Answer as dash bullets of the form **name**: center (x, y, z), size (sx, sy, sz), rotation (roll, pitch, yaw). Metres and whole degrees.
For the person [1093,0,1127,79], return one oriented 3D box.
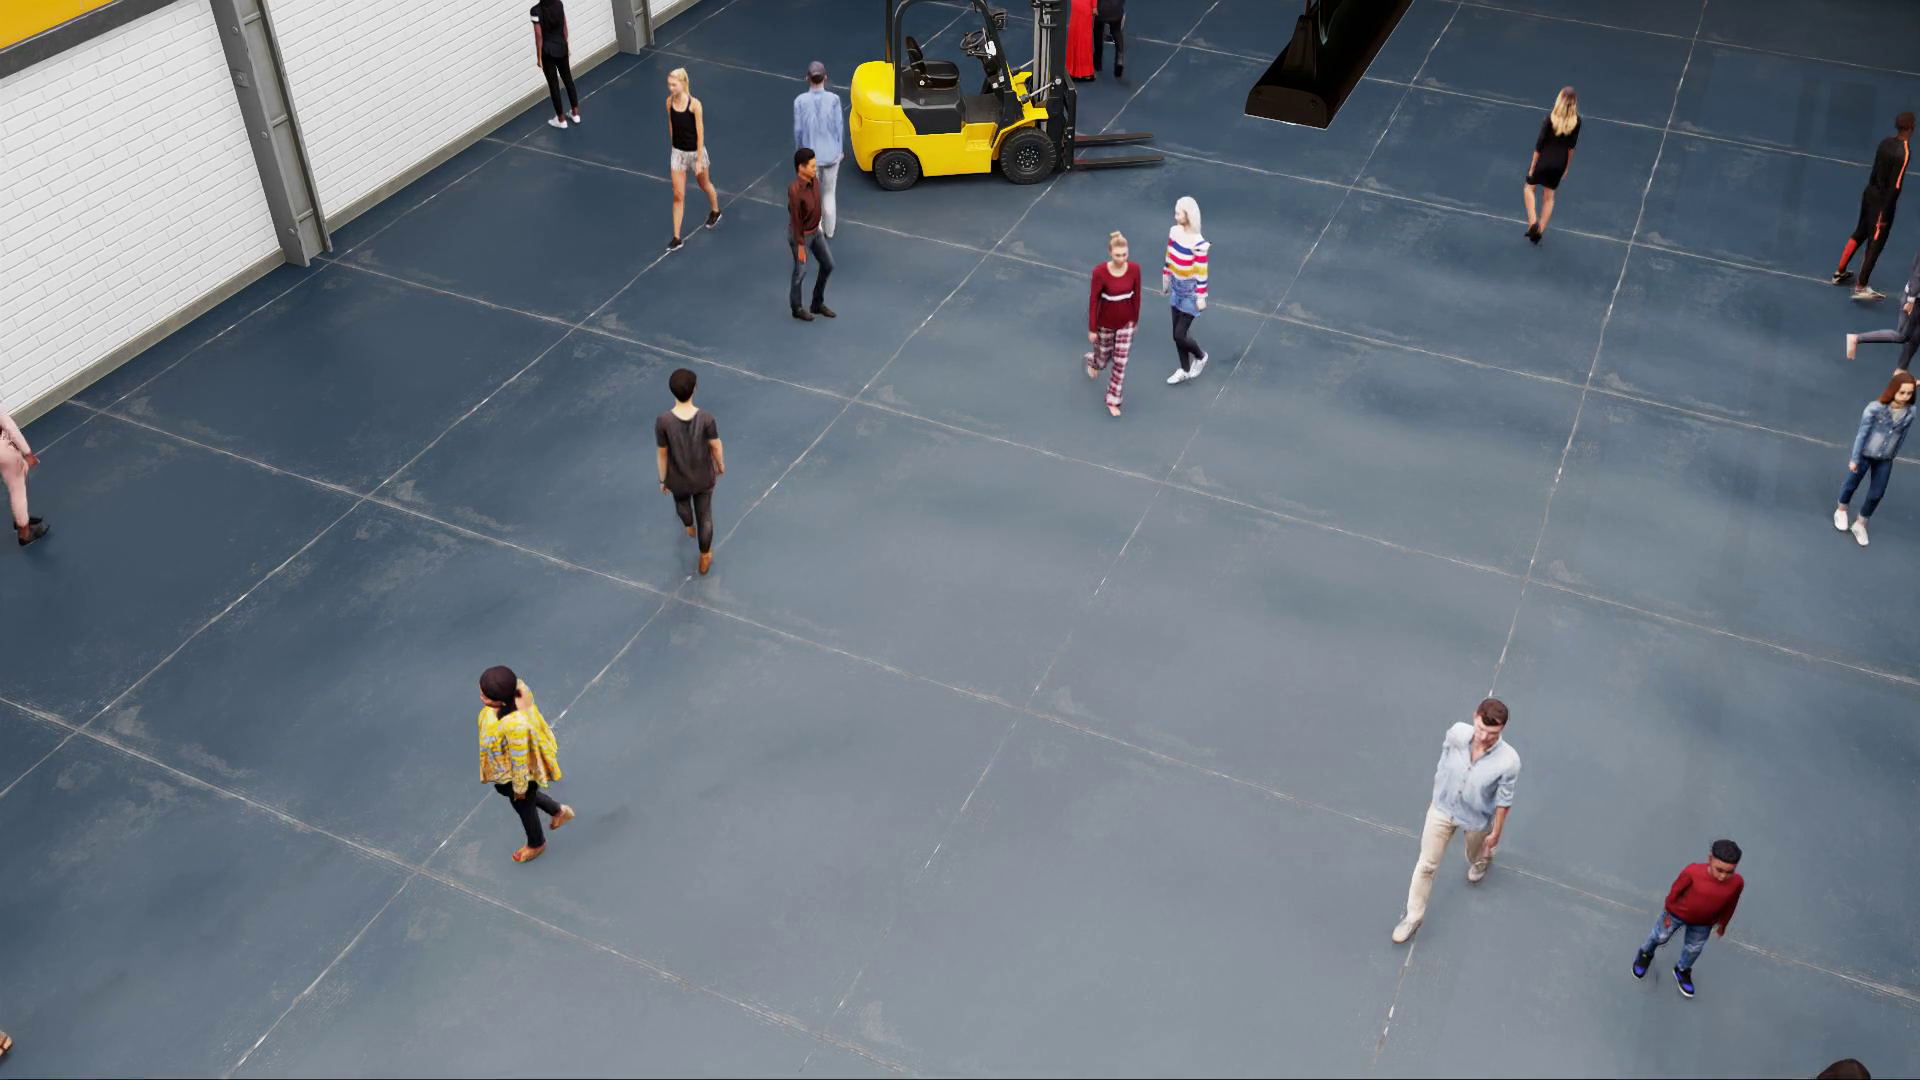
- **person**: center (1.825, -6.439, 20.050), size (1.005, 1.764, 1.091), rotation (-12, 40, -14)

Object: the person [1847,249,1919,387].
- **person**: center (8.455, -2.217, 14.773), size (0.978, 1.751, 0.912), rotation (-29, 47, -31)

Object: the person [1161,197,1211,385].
- **person**: center (2.075, -2.210, 14.732), size (0.868, 1.792, 0.827), rotation (-23, 44, -26)

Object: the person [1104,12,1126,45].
- **person**: center (1.986, -7.023, 21.036), size (0.630, 1.447, 0.502), rotation (24, 44, 27)

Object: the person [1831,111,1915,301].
- **person**: center (8.827, -3.222, 16.003), size (1.008, 1.786, 0.714), rotation (8, 39, 10)

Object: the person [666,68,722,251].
- **person**: center (-2.691, -3.931, 16.888), size (0.674, 1.789, 1.209), rotation (13, 40, 15)

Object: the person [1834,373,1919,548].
- **person**: center (7.177, -0.712, 13.120), size (0.663, 1.463, 0.747), rotation (6, 39, 7)

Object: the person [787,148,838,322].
- **person**: center (-1.526, -2.854, 15.564), size (0.735, 1.761, 0.590), rotation (18, 42, 21)

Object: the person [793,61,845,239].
- **person**: center (-1.393, -3.863, 16.731), size (0.835, 1.880, 0.897), rotation (-6, 39, -8)

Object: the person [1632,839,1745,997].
- **person**: center (4.275, 2.154, 9.704), size (0.596, 1.247, 0.568), rotation (9, 39, 11)

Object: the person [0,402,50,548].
- **person**: center (-7.486, -0.642, 12.835), size (0.634, 1.708, 0.585), rotation (16, 41, 19)

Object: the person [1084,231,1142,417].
- **person**: center (1.317, -1.917, 14.452), size (0.914, 1.684, 0.998), rotation (-9, 40, -12)

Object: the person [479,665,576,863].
- **person**: center (-2.683, 1.371, 10.367), size (0.944, 1.643, 0.885), rotation (-14, 41, -17)

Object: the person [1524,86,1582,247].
- **person**: center (5.949, -3.712, 16.716), size (0.682, 1.663, 0.710), rotation (-2, 39, -3)

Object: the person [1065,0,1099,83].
- **person**: center (1.479, -6.421, 20.014), size (0.780, 1.790, 0.734), rotation (-17, 42, -20)

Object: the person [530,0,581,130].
- **person**: center (-4.642, -5.574, 18.995), size (0.730, 1.729, 0.579), rotation (29, 47, 31)

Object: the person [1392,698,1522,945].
- **person**: center (3.073, 1.593, 9.954), size (0.892, 1.813, 1.272), rotation (29, 47, 31)

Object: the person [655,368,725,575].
- **person**: center (-2.049, -0.475, 12.647), size (0.934, 1.682, 1.087), rotation (-4, 39, -4)
